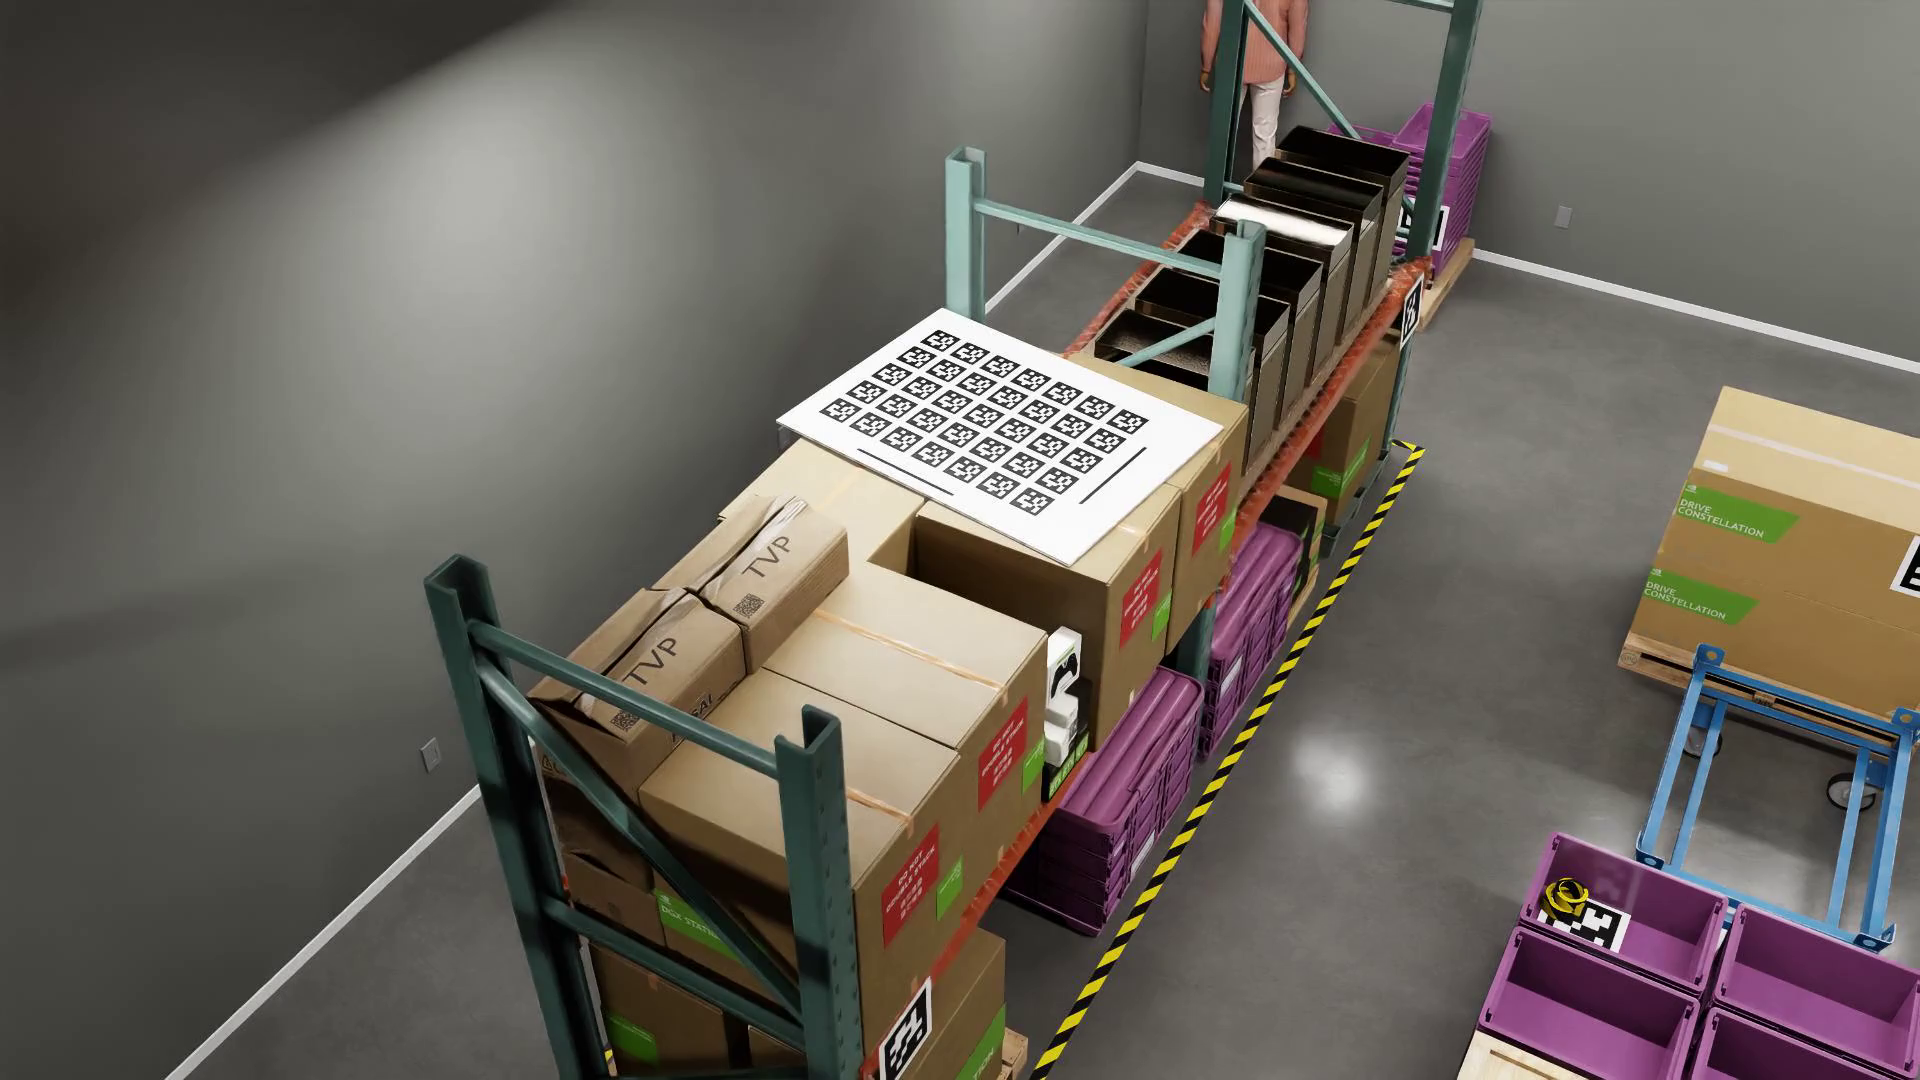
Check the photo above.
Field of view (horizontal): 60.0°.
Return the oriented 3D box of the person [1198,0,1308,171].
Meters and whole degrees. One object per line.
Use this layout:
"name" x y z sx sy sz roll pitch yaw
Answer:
"person" 1.731 -2.833 9.929 0.610 1.996 0.379 4 40 5
